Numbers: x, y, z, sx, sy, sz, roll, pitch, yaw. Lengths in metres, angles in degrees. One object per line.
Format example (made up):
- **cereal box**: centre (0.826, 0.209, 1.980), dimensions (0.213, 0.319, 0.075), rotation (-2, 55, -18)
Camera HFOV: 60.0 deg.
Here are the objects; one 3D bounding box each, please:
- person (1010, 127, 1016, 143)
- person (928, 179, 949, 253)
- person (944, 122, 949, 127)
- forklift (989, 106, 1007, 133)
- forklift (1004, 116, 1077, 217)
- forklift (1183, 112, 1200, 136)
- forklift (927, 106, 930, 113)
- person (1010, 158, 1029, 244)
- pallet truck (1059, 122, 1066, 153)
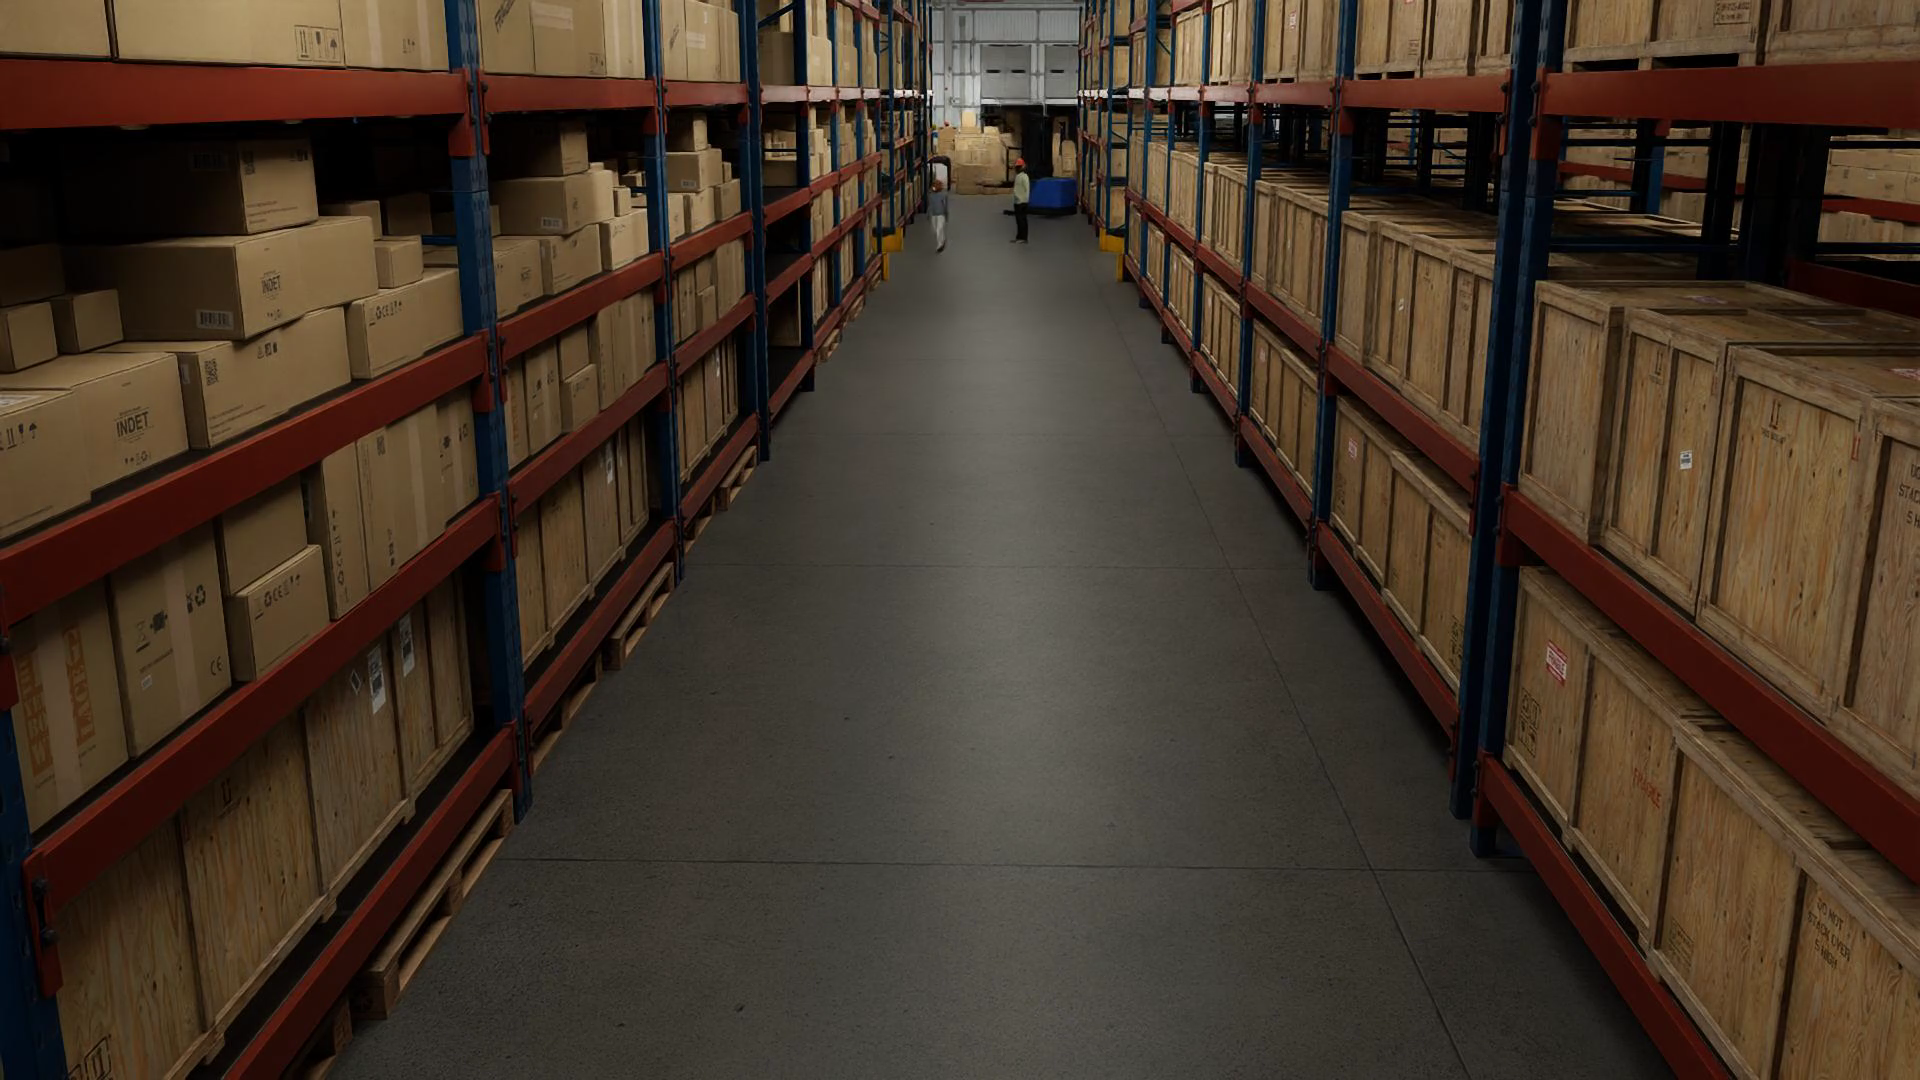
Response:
- **person**: centre (2.610, -18.988, 80.307), dimensions (0.989, 1.889, 0.661), rotation (5, 16, 18)
- **person**: centre (-0.434, -7.226, 37.069), dimensions (0.545, 1.612, 0.481), rotation (12, 19, 37)
- **person**: centre (-0.727, -22.132, 91.924), dimensions (0.543, 1.940, 0.361), rotation (9, 18, 31)
- **forklift**: centre (1.901, -20.054, 82.405), dimensions (1.129, 2.768, 1.873), rotation (7, 17, 24)
- **forklift**: centre (2.350, -10.731, 47.716), dimensions (1.873, 2.768, 1.129), rotation (9, 18, 30)
- **forklift**: centre (8.103, -13.798, 59.130), dimensions (1.129, 2.768, 1.873), rotation (0, 15, 1)
- **forklift**: centre (-2.001, -20.667, 84.687), dimensions (1.129, 2.768, 1.873), rotation (0, 15, 2)
- **person**: centre (1.404, -7.944, 39.084), dimensions (0.410, 1.987, 0.672), rotation (-6, 16, -23)
- **pallet truck**: centre (5.788, -21.111, 88.014), dimensions (1.885, 1.965, 0.823), rotation (5, 16, 18)
